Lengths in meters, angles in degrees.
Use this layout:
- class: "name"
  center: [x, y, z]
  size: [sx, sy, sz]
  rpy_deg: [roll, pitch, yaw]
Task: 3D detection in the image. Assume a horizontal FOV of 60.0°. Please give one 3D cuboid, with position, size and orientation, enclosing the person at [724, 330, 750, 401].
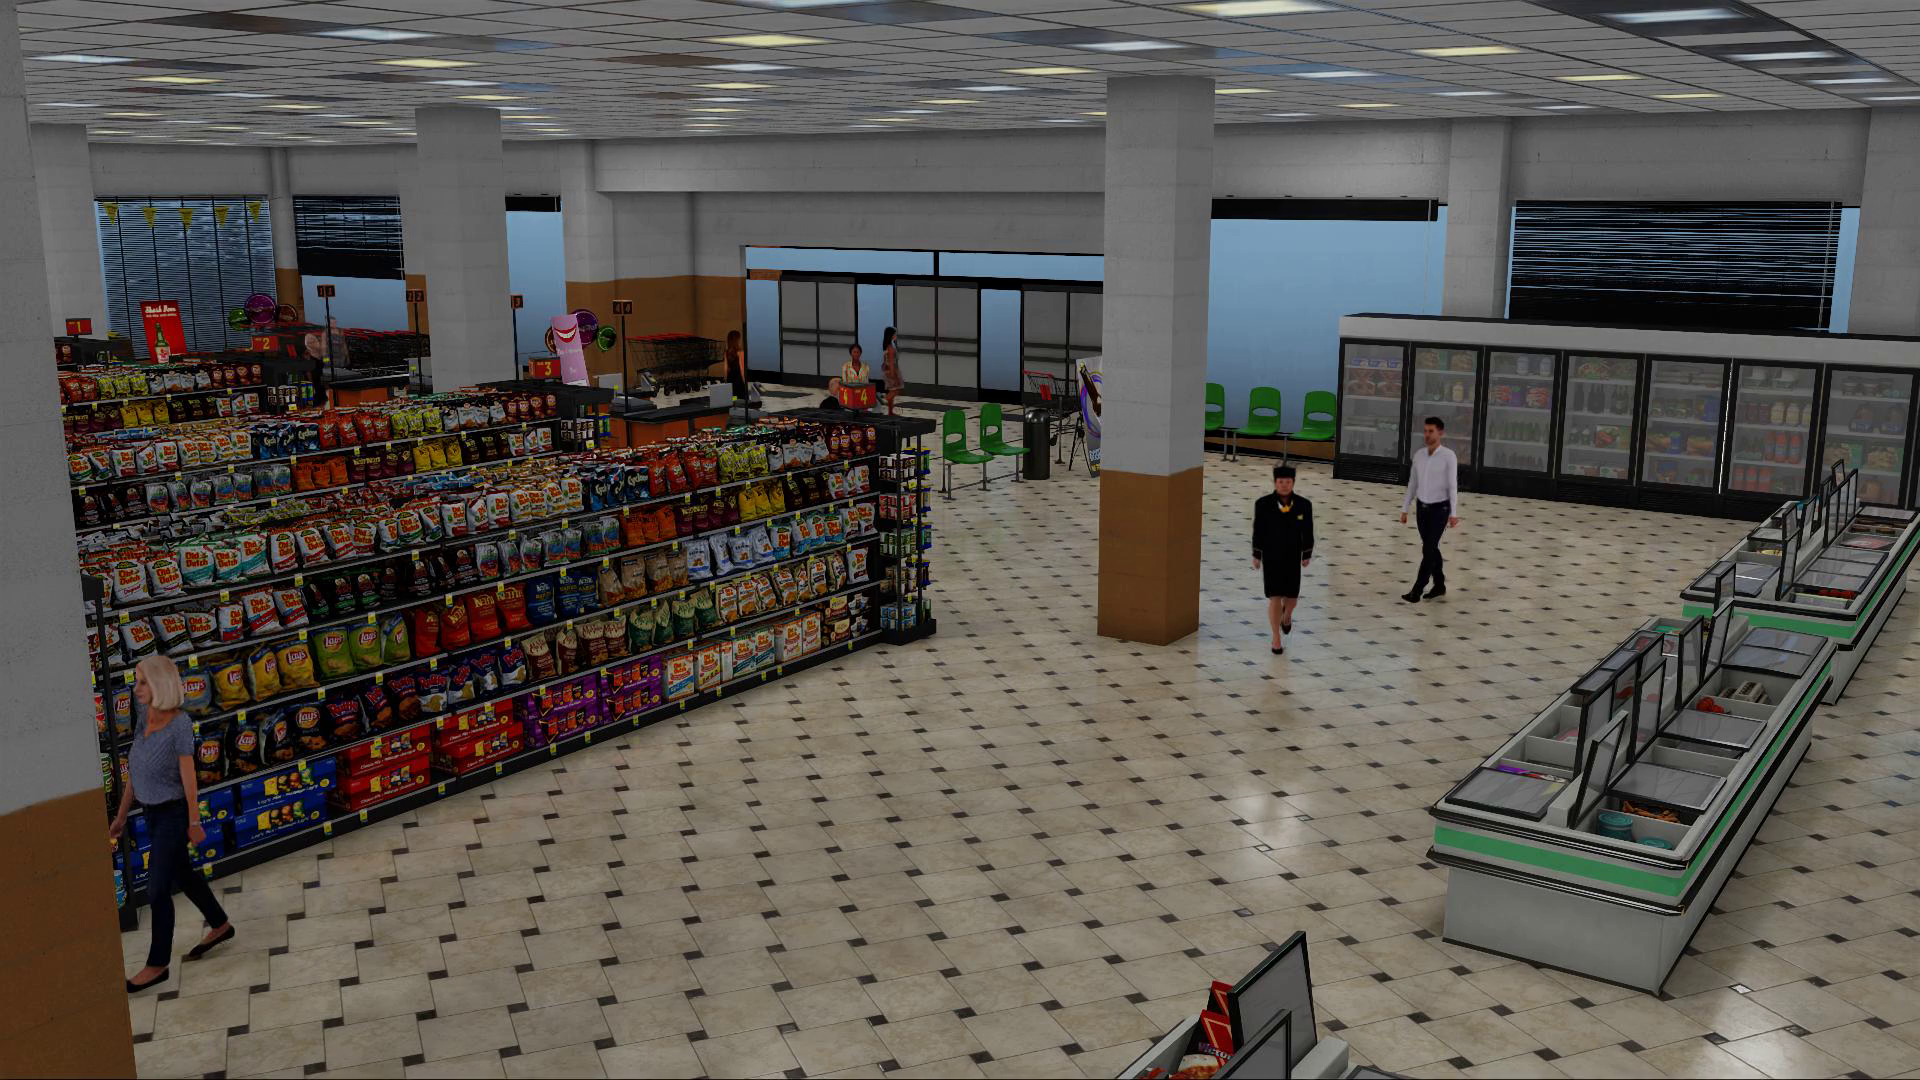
- class: "person"
  center: [-3.607, -2.446, 26.697]
  size: [0.583, 1.834, 0.519]
  rpy_deg: [9, 15, 35]

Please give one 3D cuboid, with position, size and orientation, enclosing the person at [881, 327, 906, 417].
- class: "person"
  center: [-1.322, -2.970, 29.675]
  size: [0.932, 1.634, 0.856]
  rpy_deg: [-4, 13, -20]

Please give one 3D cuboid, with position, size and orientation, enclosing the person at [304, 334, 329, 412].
- class: "person"
  center: [-10.678, -2.555, 27.531]
  size: [0.921, 1.704, 0.721]
  rpy_deg: [-1, 12, -4]

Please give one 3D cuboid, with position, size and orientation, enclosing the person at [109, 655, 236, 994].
- class: "person"
  center: [-4.070, 1.418, 8.684]
  size: [0.628, 1.695, 0.927]
  rpy_deg: [9, 15, 37]

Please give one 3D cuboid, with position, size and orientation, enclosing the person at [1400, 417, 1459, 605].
- class: "person"
  center: [4.744, -0.298, 16.490]
  size: [1.146, 1.839, 0.856]
  rpy_deg: [-9, 15, -38]

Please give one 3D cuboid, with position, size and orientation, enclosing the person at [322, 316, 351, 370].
- class: "person"
  center: [-11.903, -3.394, 31.592]
  size: [0.899, 1.673, 0.810]
  rpy_deg: [-11, 16, -41]

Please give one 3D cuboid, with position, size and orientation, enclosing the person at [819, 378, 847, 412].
- class: "person"
  center: [-1.619, -1.067, 20.296]
  size: [1.062, 1.774, 0.954]
  rpy_deg: [-5, 13, -24]

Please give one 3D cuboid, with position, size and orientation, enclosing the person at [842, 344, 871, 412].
- class: "person"
  center: [-1.552, -2.038, 24.863]
  size: [0.651, 1.793, 0.736]
  rpy_deg: [-4, 12, -17]

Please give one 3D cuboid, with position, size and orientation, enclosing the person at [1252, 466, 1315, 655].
- class: "person"
  center: [2.848, 0.162, 14.726]
  size: [0.872, 1.664, 0.950]
  rpy_deg: [2, 12, 9]
